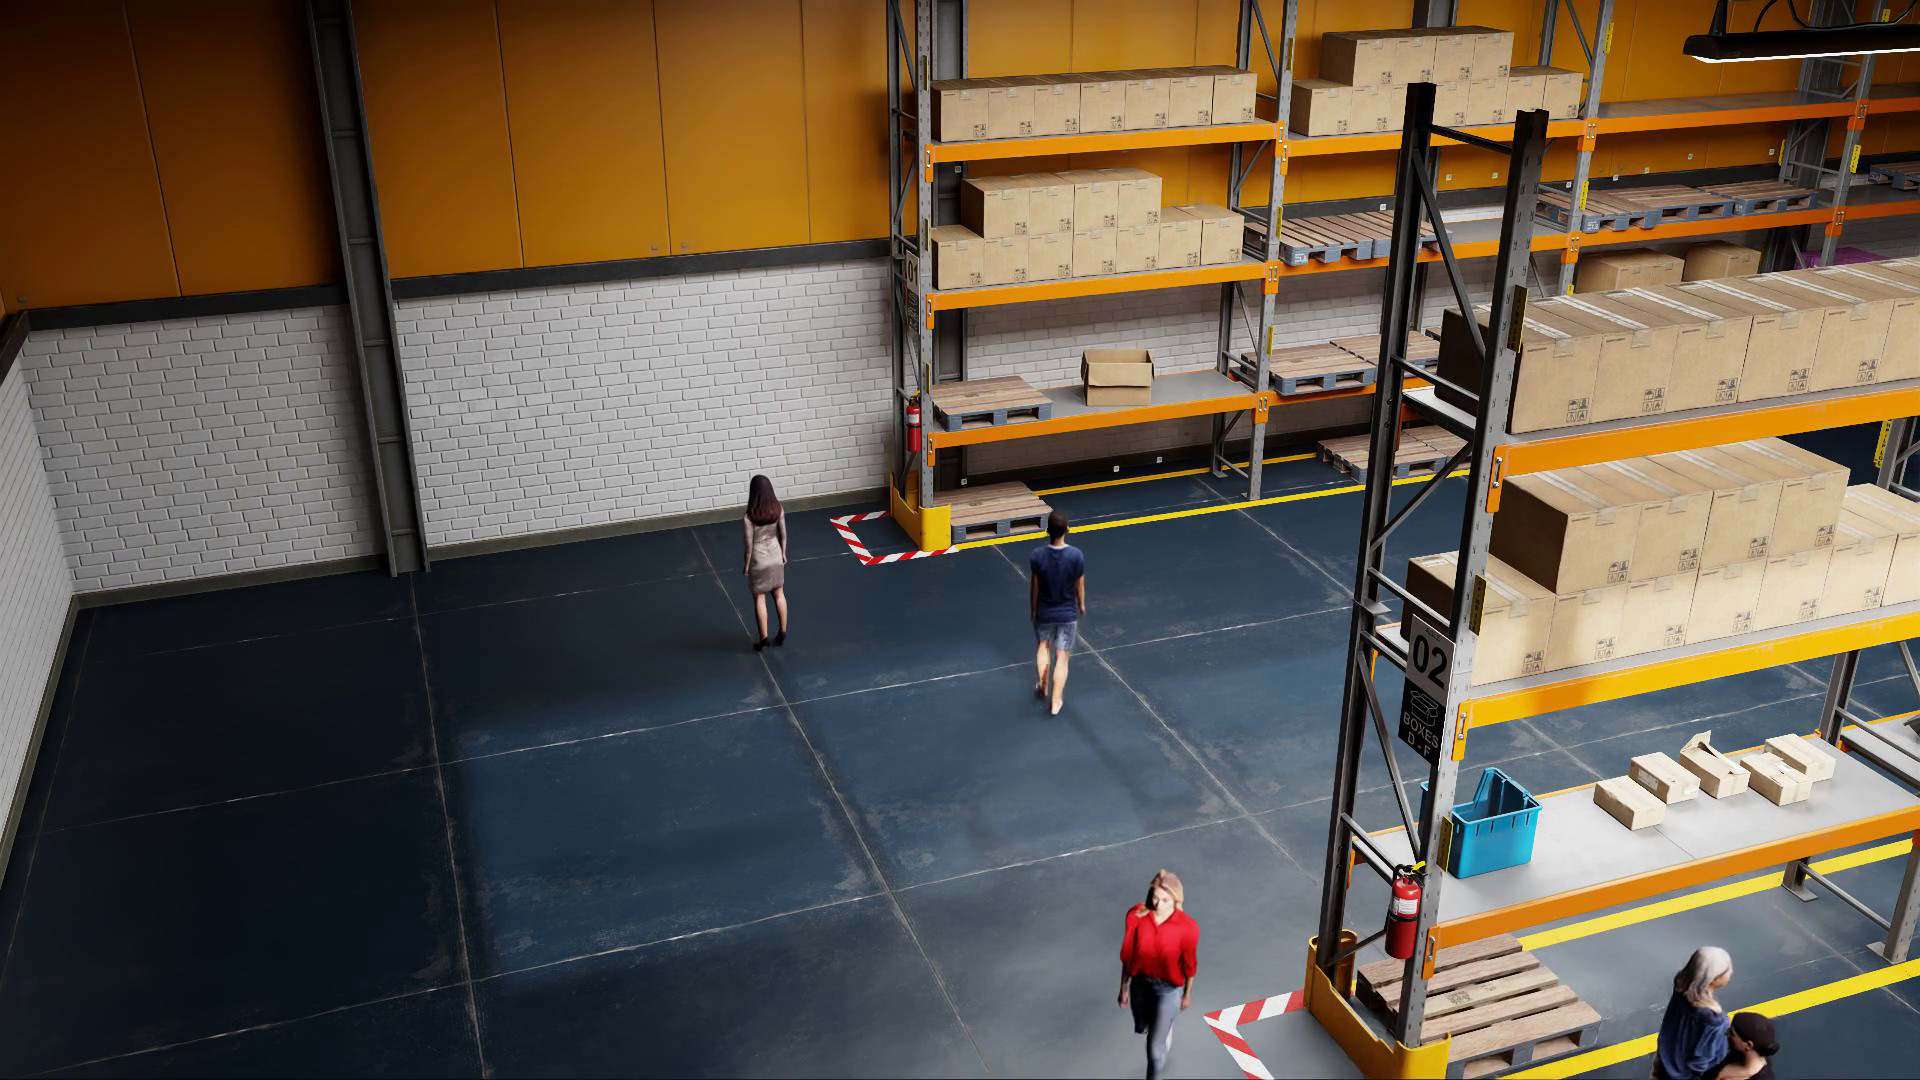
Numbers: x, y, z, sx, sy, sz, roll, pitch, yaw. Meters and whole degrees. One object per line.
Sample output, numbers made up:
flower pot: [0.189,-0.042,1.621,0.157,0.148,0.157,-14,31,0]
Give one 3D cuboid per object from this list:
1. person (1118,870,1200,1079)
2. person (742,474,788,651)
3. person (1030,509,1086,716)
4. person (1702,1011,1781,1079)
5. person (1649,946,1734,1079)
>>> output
person: [1.198,2.656,10.012,1.040,1.683,1.082,9,25,21]
person: [-1.819,0.217,15.514,0.542,1.744,0.714,-16,28,-32]
person: [0.833,0.669,14.378,0.838,1.826,0.870,3,24,7]
person: [4.149,3.228,8.654,1.176,1.722,1.037,4,24,10]
person: [3.955,2.970,9.311,1.139,1.669,0.775,-3,24,-8]
